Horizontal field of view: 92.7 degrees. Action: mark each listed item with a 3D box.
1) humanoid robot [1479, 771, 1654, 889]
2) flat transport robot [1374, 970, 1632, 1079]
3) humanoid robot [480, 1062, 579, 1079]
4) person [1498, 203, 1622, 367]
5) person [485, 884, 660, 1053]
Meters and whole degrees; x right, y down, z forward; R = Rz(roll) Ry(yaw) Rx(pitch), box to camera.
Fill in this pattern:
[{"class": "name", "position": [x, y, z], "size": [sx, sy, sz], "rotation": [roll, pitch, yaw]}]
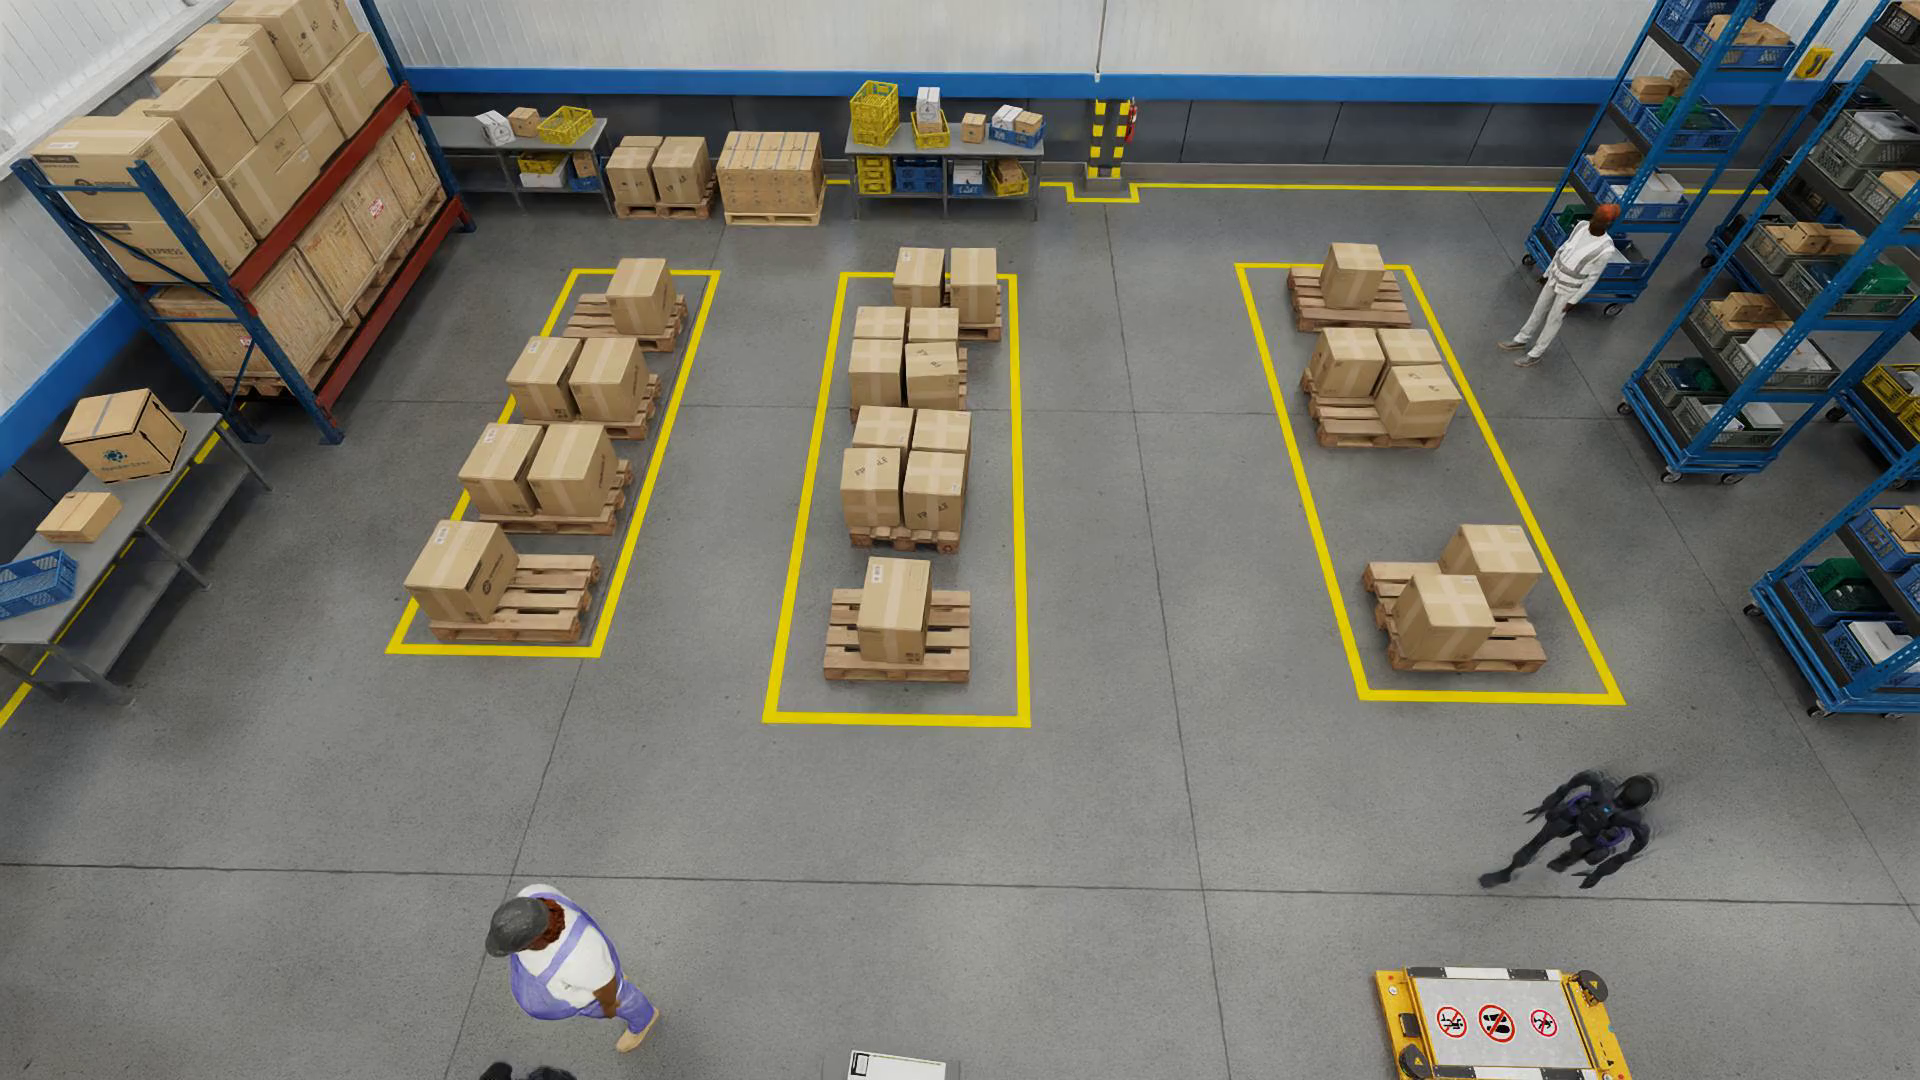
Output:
[{"class": "humanoid robot", "position": [4.146, 1.915, 6.059], "size": [0.748, 1.640, 0.569], "rotation": [-21, 54, -16]}, {"class": "flat transport robot", "position": [3.501, 3.133, 5.914], "size": [1.431, 0.197, 0.652], "rotation": [1, 51, 1]}, {"class": "humanoid robot", "position": [-2.330, 3.229, 4.955], "size": [0.446, 1.642, 0.661], "rotation": [38, 60, 26]}, {"class": "person", "position": [6.325, -2.670, 9.620], "size": [0.356, 1.884, 0.573], "rotation": [-8, 51, -7]}, {"class": "person", "position": [-2.247, 2.511, 5.297], "size": [0.687, 2.000, 0.540], "rotation": [34, 59, 25]}]
